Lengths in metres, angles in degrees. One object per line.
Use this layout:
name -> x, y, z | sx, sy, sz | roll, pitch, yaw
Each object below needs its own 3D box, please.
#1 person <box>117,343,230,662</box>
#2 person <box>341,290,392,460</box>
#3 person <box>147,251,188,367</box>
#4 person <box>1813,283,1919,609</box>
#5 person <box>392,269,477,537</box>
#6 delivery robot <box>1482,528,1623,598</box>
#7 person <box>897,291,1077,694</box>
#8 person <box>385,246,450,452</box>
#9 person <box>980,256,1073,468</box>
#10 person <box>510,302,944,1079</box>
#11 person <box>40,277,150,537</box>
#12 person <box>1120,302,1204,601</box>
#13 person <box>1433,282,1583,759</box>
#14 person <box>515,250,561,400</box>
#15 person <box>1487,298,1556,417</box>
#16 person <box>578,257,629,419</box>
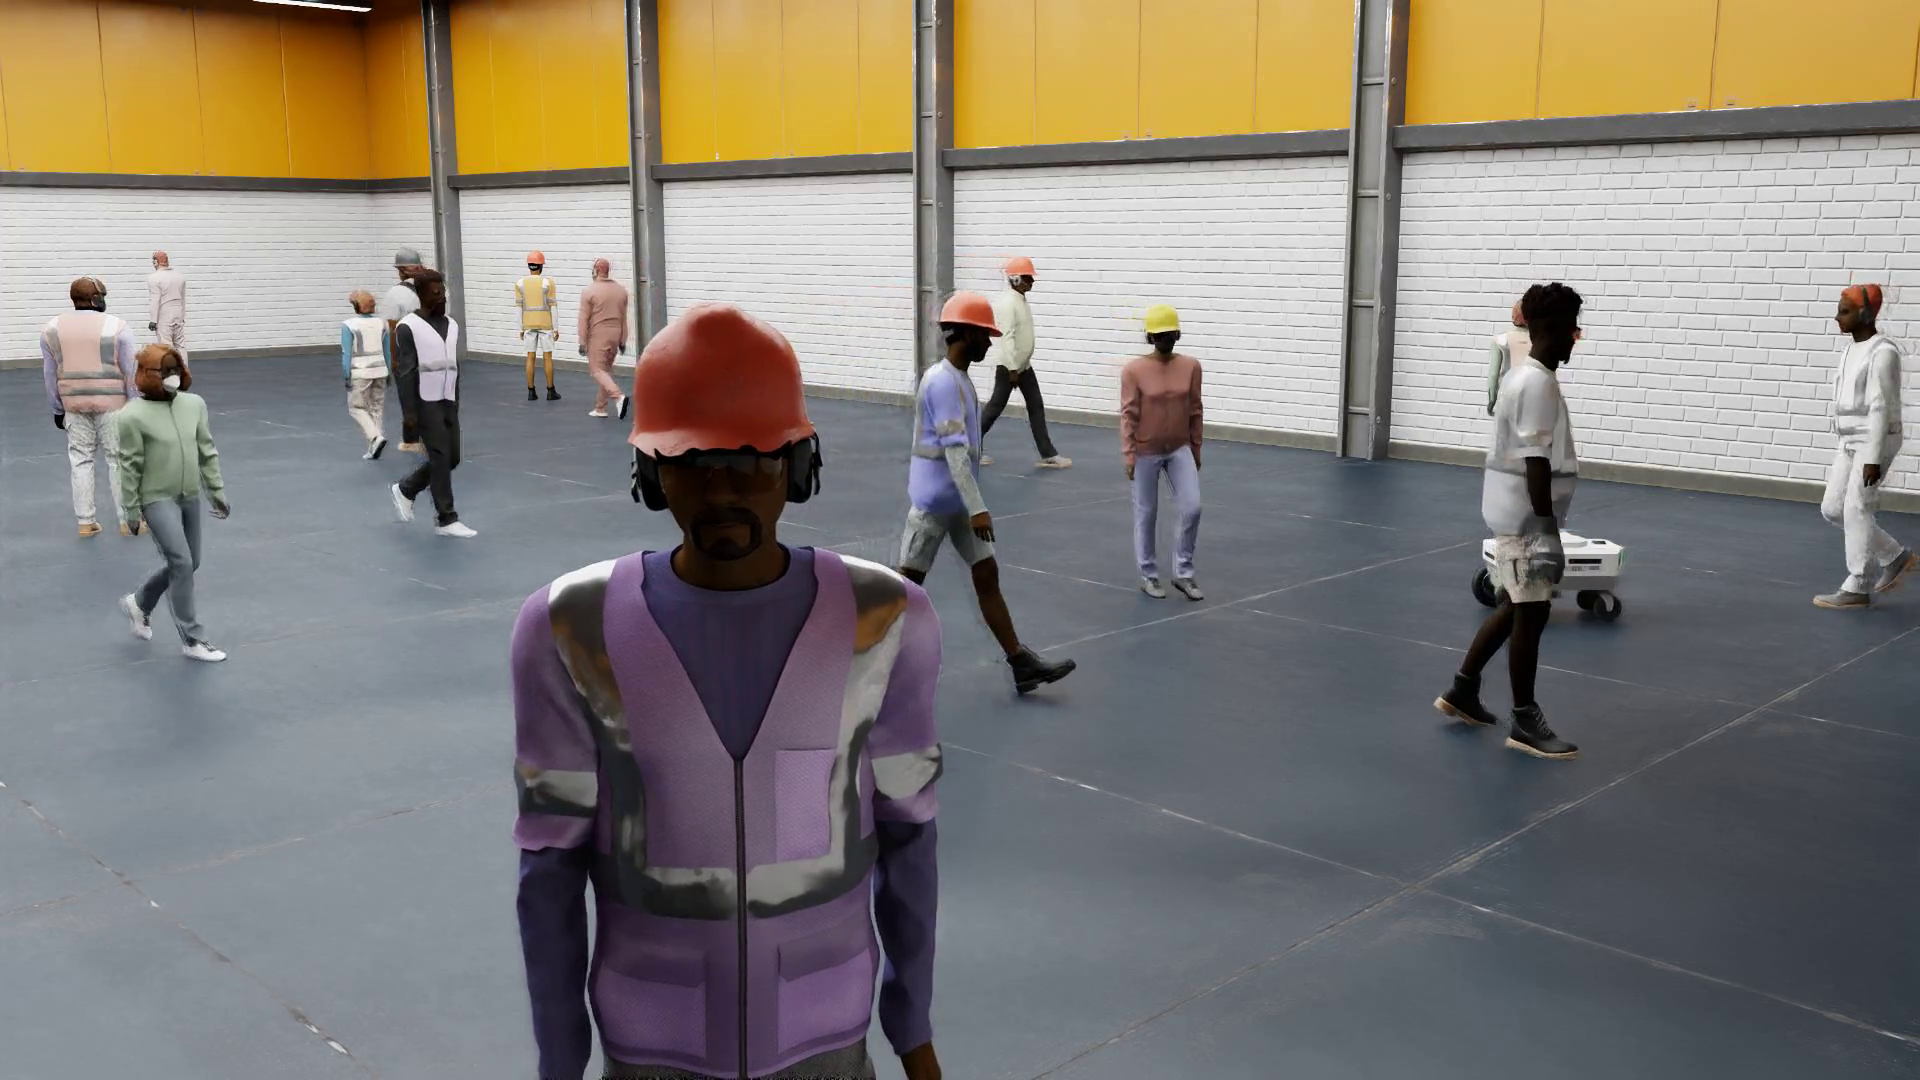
person -> -4.039, -0.199, 8.405 | 0.710, 1.605, 0.509 | 4, 11, 21
person -> -5.548, -1.536, 15.669 | 0.500, 1.626, 0.524 | 8, 13, 37
person -> -11.436, -3.195, 23.956 | 0.406, 1.902, 0.639 | 3, 11, 17
person -> 5.204, -0.521, 9.472 | 0.535, 1.868, 0.592 | 1, 10, 7
person -> -3.796, -0.970, 11.840 | 0.713, 1.897, 0.595 | 4, 11, 21
delivery robot -> 3.314, 0.116, 9.309 | 0.707, 0.478, 0.477 | 0, 10, -1
person -> 0.001, -0.192, 7.650 | 1.038, 1.865, 0.578 | 3, 11, 17
person -> -5.353, -1.871, 16.347 | 0.605, 2.000, 0.698 | 7, 13, 34
person -> 0.494, -1.626, 15.299 | 1.053, 1.947, 0.632 | 4, 11, 22
person -> -0.314, 0.688, 2.387 | 0.610, 2.042, 0.396 | -2, 11, -11
person -> -6.118, -0.937, 11.805 | 0.634, 1.839, 0.429 | -1, 10, -6
person -> 1.184, -0.500, 9.651 | 0.542, 1.743, 0.561 | -3, 11, -15
person -> 2.316, -0.082, 6.925 | 0.549, 1.944, 0.702 | 4, 11, 19
person -> -5.456, -2.769, 21.526 | 0.543, 1.939, 0.356 | 0, 10, 2
person -> 4.431, -1.085, 13.152 | 0.517, 1.639, 0.314 | 3, 11, 14
person -> -4.109, -2.326, 19.275 | 0.817, 1.881, 0.650 | 8, 13, 39
